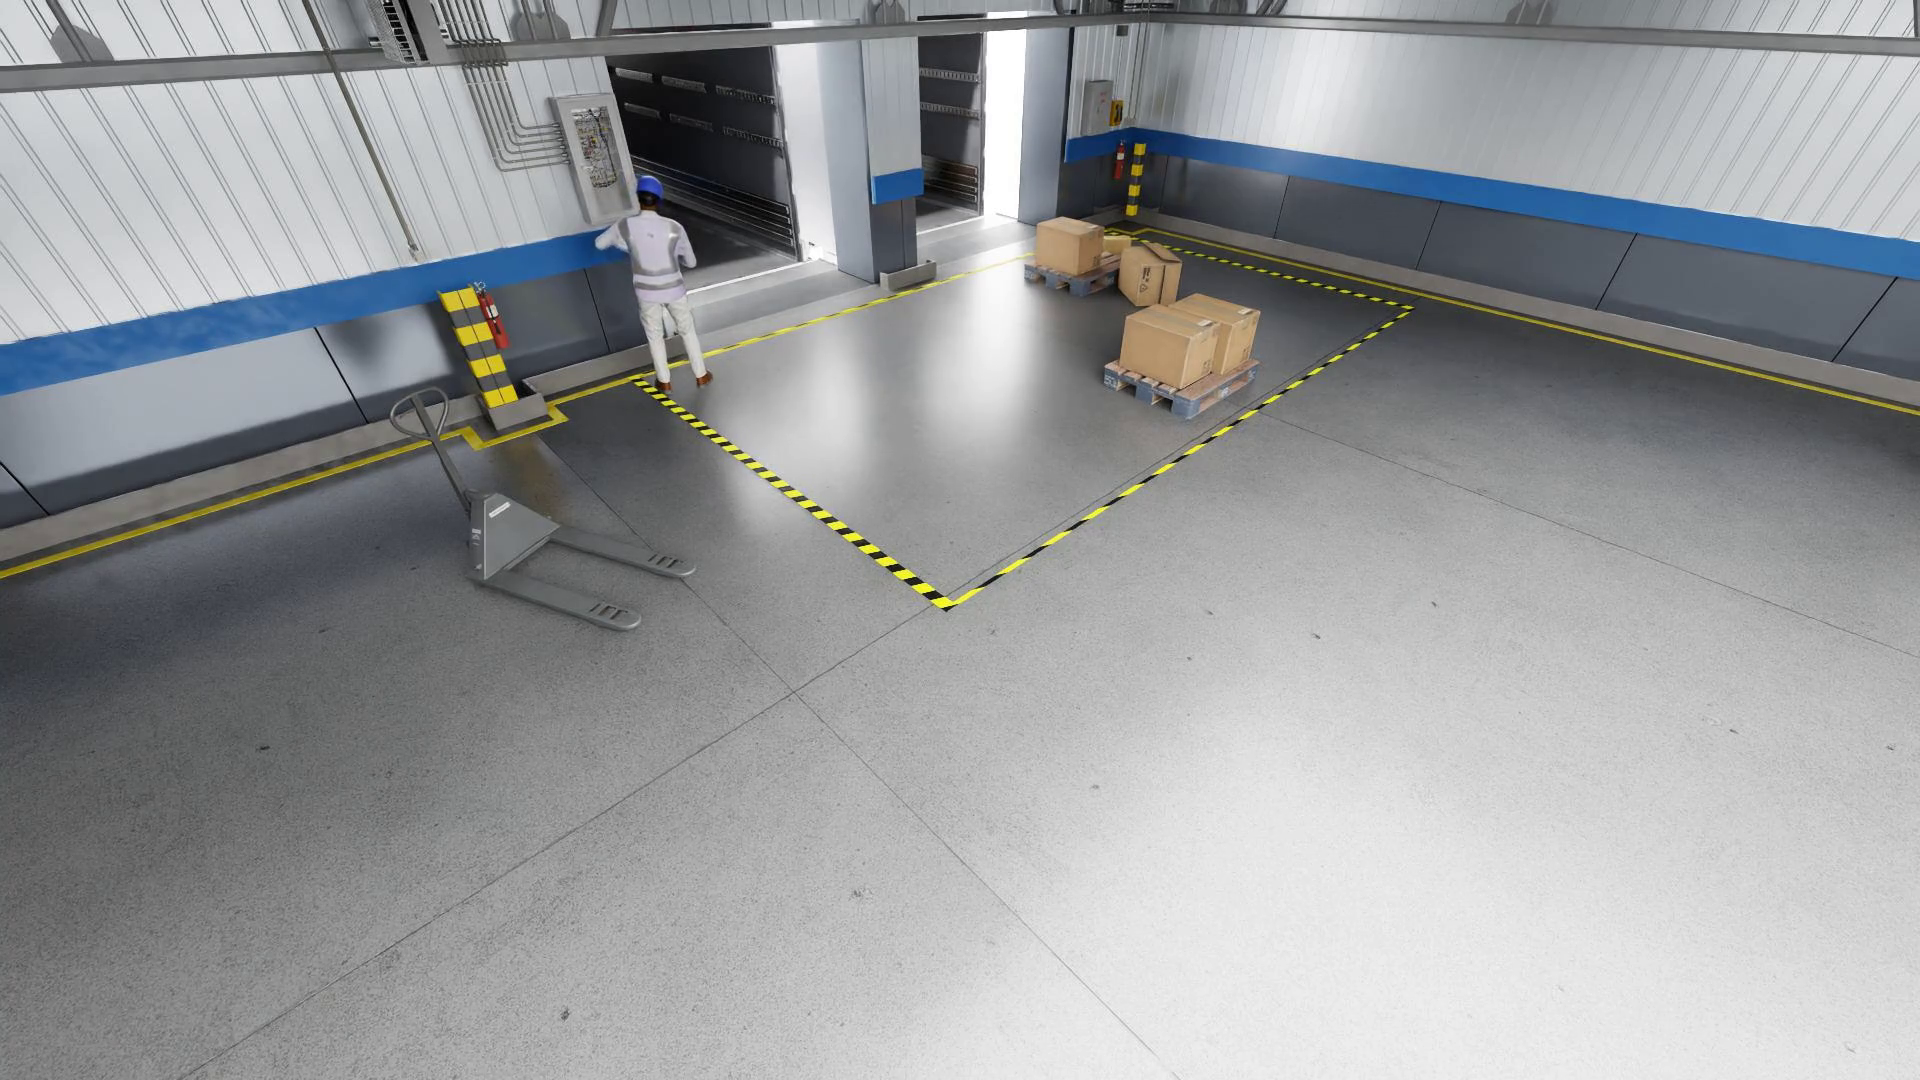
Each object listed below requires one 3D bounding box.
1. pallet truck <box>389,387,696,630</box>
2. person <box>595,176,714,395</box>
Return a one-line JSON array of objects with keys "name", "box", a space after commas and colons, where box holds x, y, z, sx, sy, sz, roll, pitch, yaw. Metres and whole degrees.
[{"name": "pallet truck", "box": [-2.613, -0.247, 4.593, 1.601, 1.201, 0.680, 14, 40, 17]}, {"name": "person", "box": [-2.799, -2.317, 6.752, 0.792, 1.878, 0.679, -15, 40, -19]}]
